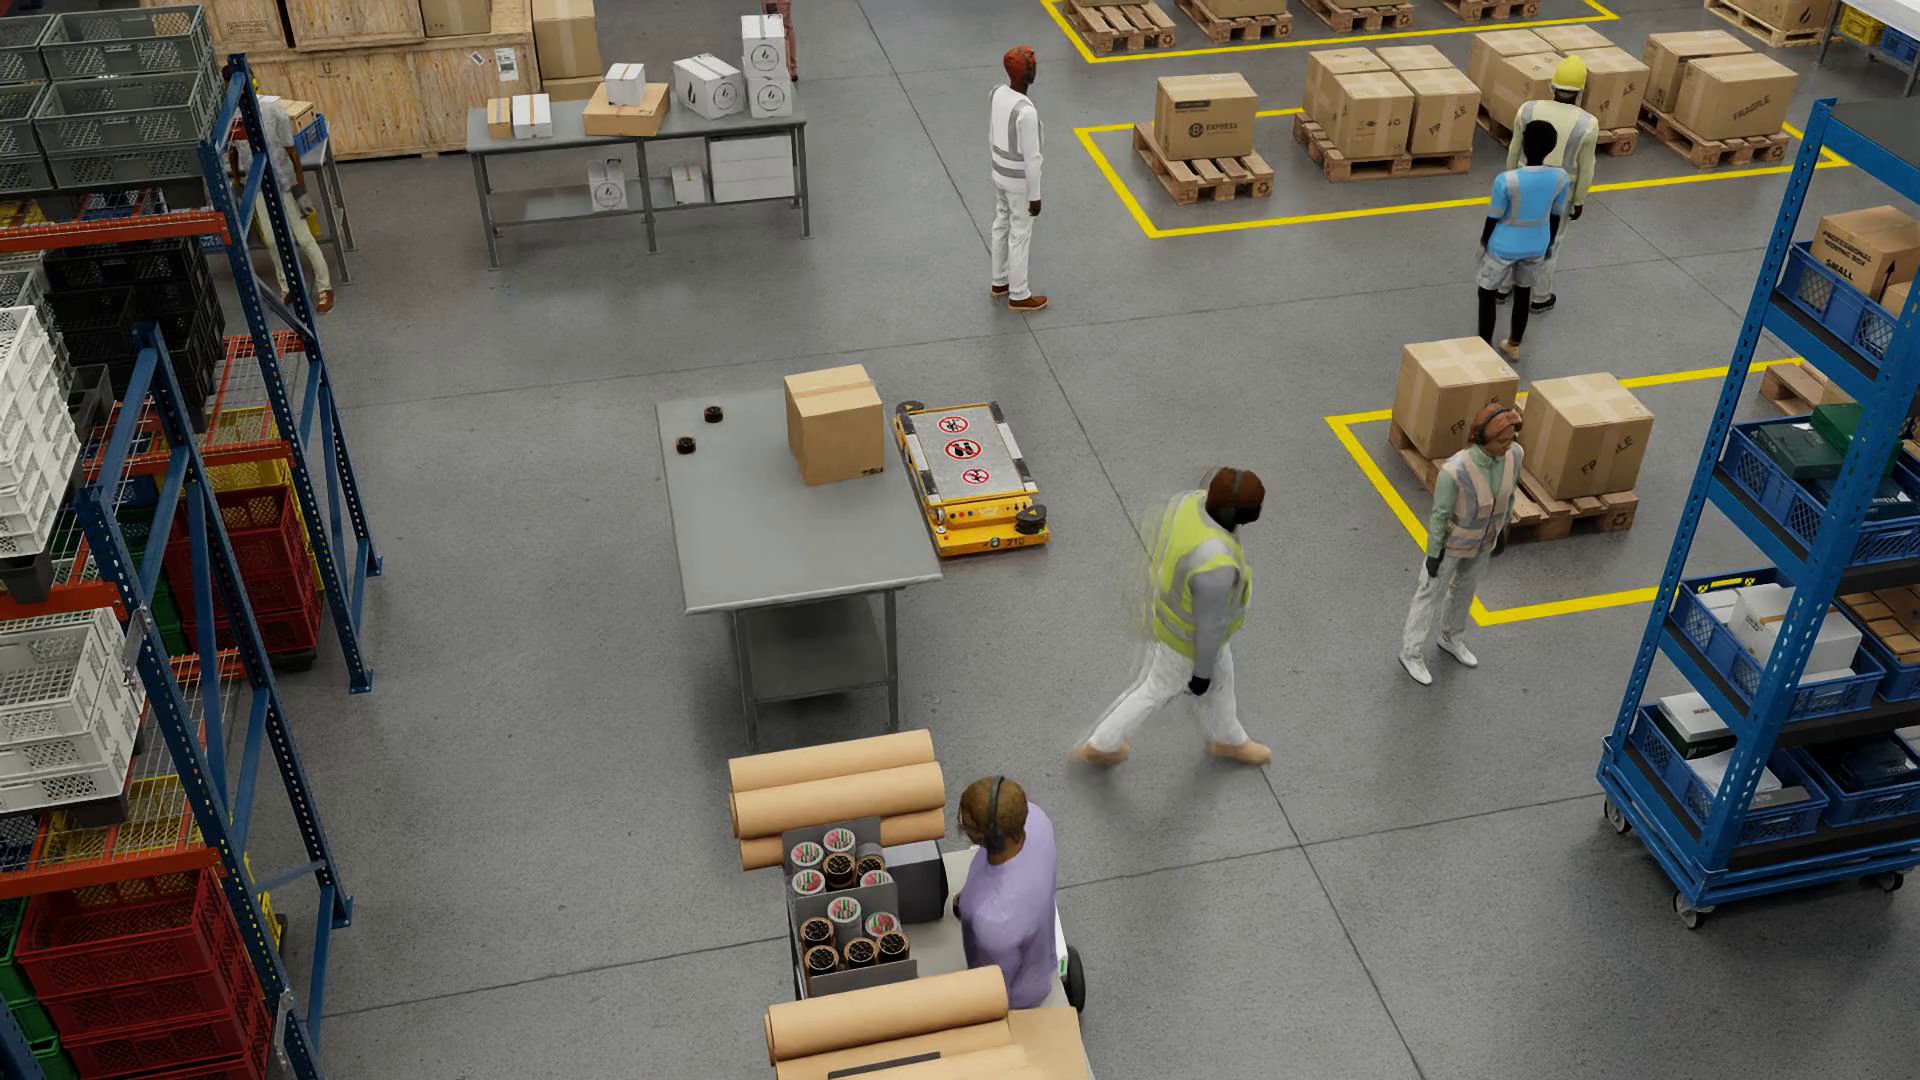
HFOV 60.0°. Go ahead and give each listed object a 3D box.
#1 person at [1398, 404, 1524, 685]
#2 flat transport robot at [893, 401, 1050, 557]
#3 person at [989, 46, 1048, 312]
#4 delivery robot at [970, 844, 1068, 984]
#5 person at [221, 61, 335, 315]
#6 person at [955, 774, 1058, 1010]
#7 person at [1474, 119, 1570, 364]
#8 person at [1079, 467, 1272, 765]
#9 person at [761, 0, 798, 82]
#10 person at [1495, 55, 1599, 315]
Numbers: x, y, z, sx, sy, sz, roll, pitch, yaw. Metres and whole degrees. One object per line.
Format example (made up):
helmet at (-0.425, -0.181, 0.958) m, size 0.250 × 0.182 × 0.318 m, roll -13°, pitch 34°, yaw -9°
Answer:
person at (2.538, 0.016, 8.381) m, size 0.510 × 1.630 × 0.317 m, roll -17°, pitch 40°, yaw -22°
flat transport robot at (0.046, -0.430, 10.108) m, size 0.652 × 0.197 × 1.431 m, roll -8°, pitch 37°, yaw -10°
person at (0.403, -2.495, 11.542) m, size 0.348 × 1.883 × 0.582 m, roll -16°, pitch 40°, yaw -21°
delivery robot at (0.235, 1.591, 7.081) m, size 0.477 × 0.478 × 0.707 m, roll -5°, pitch 37°, yaw -6°
person at (-4.743, -2.410, 11.460) m, size 0.531 × 1.856 × 0.369 m, roll 1°, pitch 37°, yaw 2°
person at (0.163, 1.577, 6.034) m, size 0.372 × 1.932 × 0.631 m, roll 9°, pitch 37°, yaw 11°
person at (3.675, -1.928, 10.944) m, size 0.546 × 1.687 × 0.332 m, roll -8°, pitch 37°, yaw -10°
person at (1.039, 0.389, 7.756) m, size 0.934 × 1.791 × 0.677 m, roll 3°, pitch 37°, yaw 3°
person at (-1.675, -4.939, 14.820) m, size 0.400 × 1.900 × 0.647 m, roll 1°, pitch 37°, yaw 2°
person at (4.068, -2.452, 11.523) m, size 0.594 × 1.837 × 0.404 m, roll 24°, pitch 43°, yaw 29°
